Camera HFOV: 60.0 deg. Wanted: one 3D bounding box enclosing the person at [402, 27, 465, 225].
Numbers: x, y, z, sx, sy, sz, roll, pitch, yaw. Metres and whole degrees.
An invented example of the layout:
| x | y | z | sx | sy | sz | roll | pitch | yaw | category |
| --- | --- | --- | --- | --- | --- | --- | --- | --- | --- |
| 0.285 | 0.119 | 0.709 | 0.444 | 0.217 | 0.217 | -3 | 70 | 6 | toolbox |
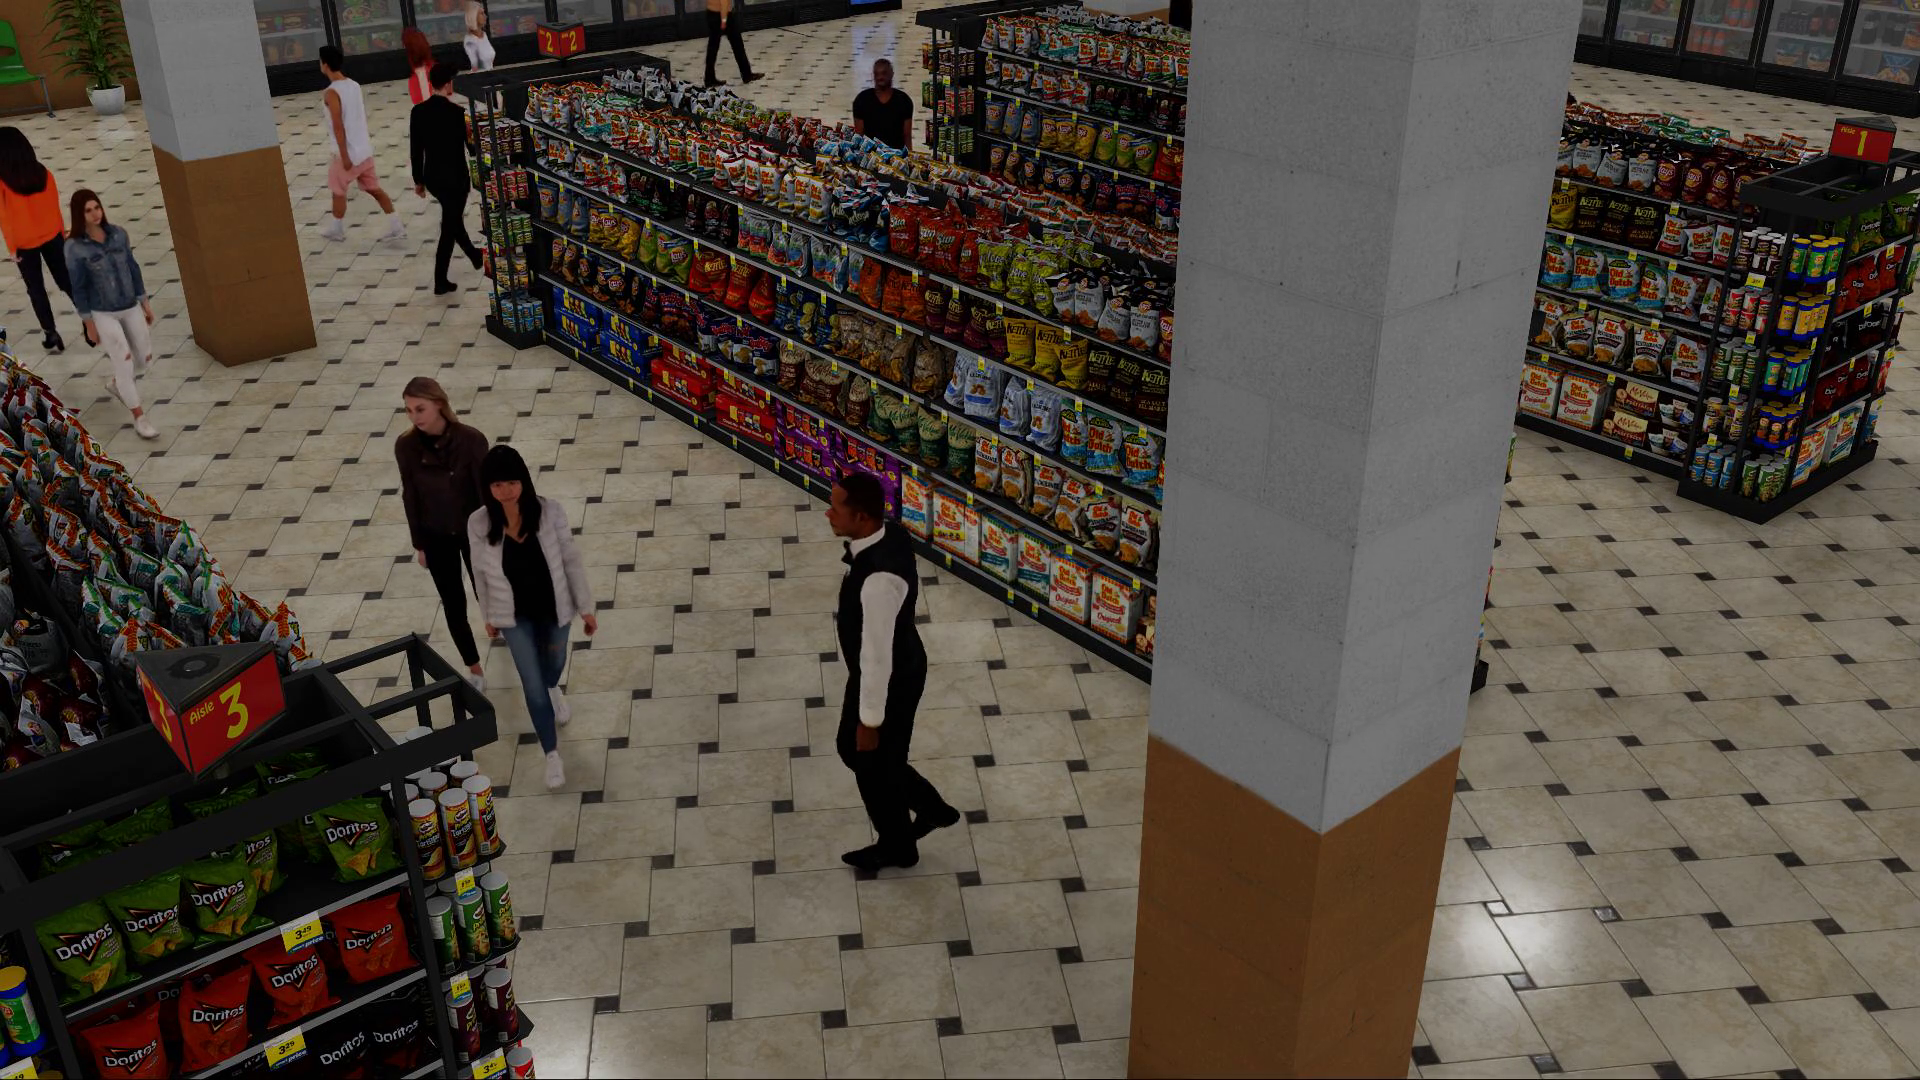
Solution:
| x | y | z | sx | sy | sz | roll | pitch | yaw | category |
| --- | --- | --- | --- | --- | --- | --- | --- | --- | --- |
| -4.804 | -3.831 | 15.503 | 0.819 | 1.802 | 0.754 | -1 | 27 | -2 | person |

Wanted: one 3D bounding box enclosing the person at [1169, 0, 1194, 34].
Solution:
| x | y | z | sx | sy | sz | roll | pitch | yaw | category |
| --- | --- | --- | --- | --- | --- | --- | --- | --- | --- |
| 3.098 | -8.109 | 24.035 | 0.862 | 1.715 | 1.181 | -12 | 29 | -22 | person |

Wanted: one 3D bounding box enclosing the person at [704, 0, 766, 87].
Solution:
| x | y | z | sx | sy | sz | roll | pitch | yaw | category |
| --- | --- | --- | --- | --- | --- | --- | --- | --- | --- |
| -3.108 | -6.611 | 21.073 | 0.742 | 1.723 | 0.936 | -19 | 33 | -33 | person |

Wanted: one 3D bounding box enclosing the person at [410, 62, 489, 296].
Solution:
| x | y | z | sx | sy | sz | roll | pitch | yaw | category |
| --- | --- | --- | --- | --- | --- | --- | --- | --- | --- |
| -4.237 | -2.903 | 13.657 | 1.293 | 1.816 | 1.247 | 6 | 27 | 11 | person |

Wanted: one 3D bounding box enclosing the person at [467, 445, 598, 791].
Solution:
| x | y | z | sx | sy | sz | roll | pitch | yaw | category |
| --- | --- | --- | --- | --- | --- | --- | --- | --- | --- |
| -1.949 | 0.273 | 7.621 | 0.904 | 1.612 | 1.163 | -12 | 29 | -22 | person |

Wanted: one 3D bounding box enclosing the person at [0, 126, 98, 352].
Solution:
| x | y | z | sx | sy | sz | roll | pitch | yaw | category |
| --- | --- | --- | --- | --- | --- | --- | --- | --- | --- |
| -6.791 | -2.188 | 12.344 | 1.021 | 1.729 | 0.753 | 19 | 32 | 32 | person |

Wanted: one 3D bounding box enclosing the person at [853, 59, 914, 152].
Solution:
| x | y | z | sx | sy | sz | roll | pitch | yaw | category |
| --- | --- | --- | --- | --- | --- | --- | --- | --- | --- |
| -0.654 | -3.185 | 14.211 | 0.750 | 1.820 | 0.763 | -3 | 27 | -5 | person |

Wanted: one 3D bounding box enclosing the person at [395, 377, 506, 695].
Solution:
| x | y | z | sx | sy | sz | roll | pitch | yaw | category |
| --- | --- | --- | --- | --- | --- | --- | --- | --- | --- |
| -2.450 | -0.042 | 8.165 | 0.908 | 1.681 | 1.030 | -4 | 27 | -8 | person |

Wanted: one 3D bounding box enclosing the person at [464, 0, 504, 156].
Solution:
| x | y | z | sx | sy | sz | roll | pitch | yaw | category |
| --- | --- | --- | --- | --- | --- | --- | --- | --- | --- |
| -5.017 | -4.684 | 17.256 | 0.749 | 1.737 | 0.697 | 4 | 27 | 8 | person |

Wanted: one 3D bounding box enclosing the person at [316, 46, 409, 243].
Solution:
| x | y | z | sx | sy | sz | roll | pitch | yaw | category |
| --- | --- | --- | --- | --- | --- | --- | --- | --- | --- |
| -5.347 | -3.460 | 14.839 | 1.233 | 1.742 | 1.046 | 8 | 28 | 16 | person |

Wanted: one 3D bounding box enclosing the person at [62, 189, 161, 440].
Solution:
| x | y | z | sx | sy | sz | roll | pitch | yaw | category |
| --- | --- | --- | --- | --- | --- | --- | --- | --- | --- |
| -5.661 | -1.510 | 11.056 | 0.945 | 1.684 | 0.768 | 18 | 32 | 31 | person |

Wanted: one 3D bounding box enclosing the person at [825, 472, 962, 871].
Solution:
| x | y | z | sx | sy | sz | roll | pitch | yaw | category |
| --- | --- | --- | --- | --- | --- | --- | --- | --- | --- |
| -0.212 | 0.609 | 6.705 | 0.963 | 1.840 | 0.894 | 2 | 27 | 4 | person |
